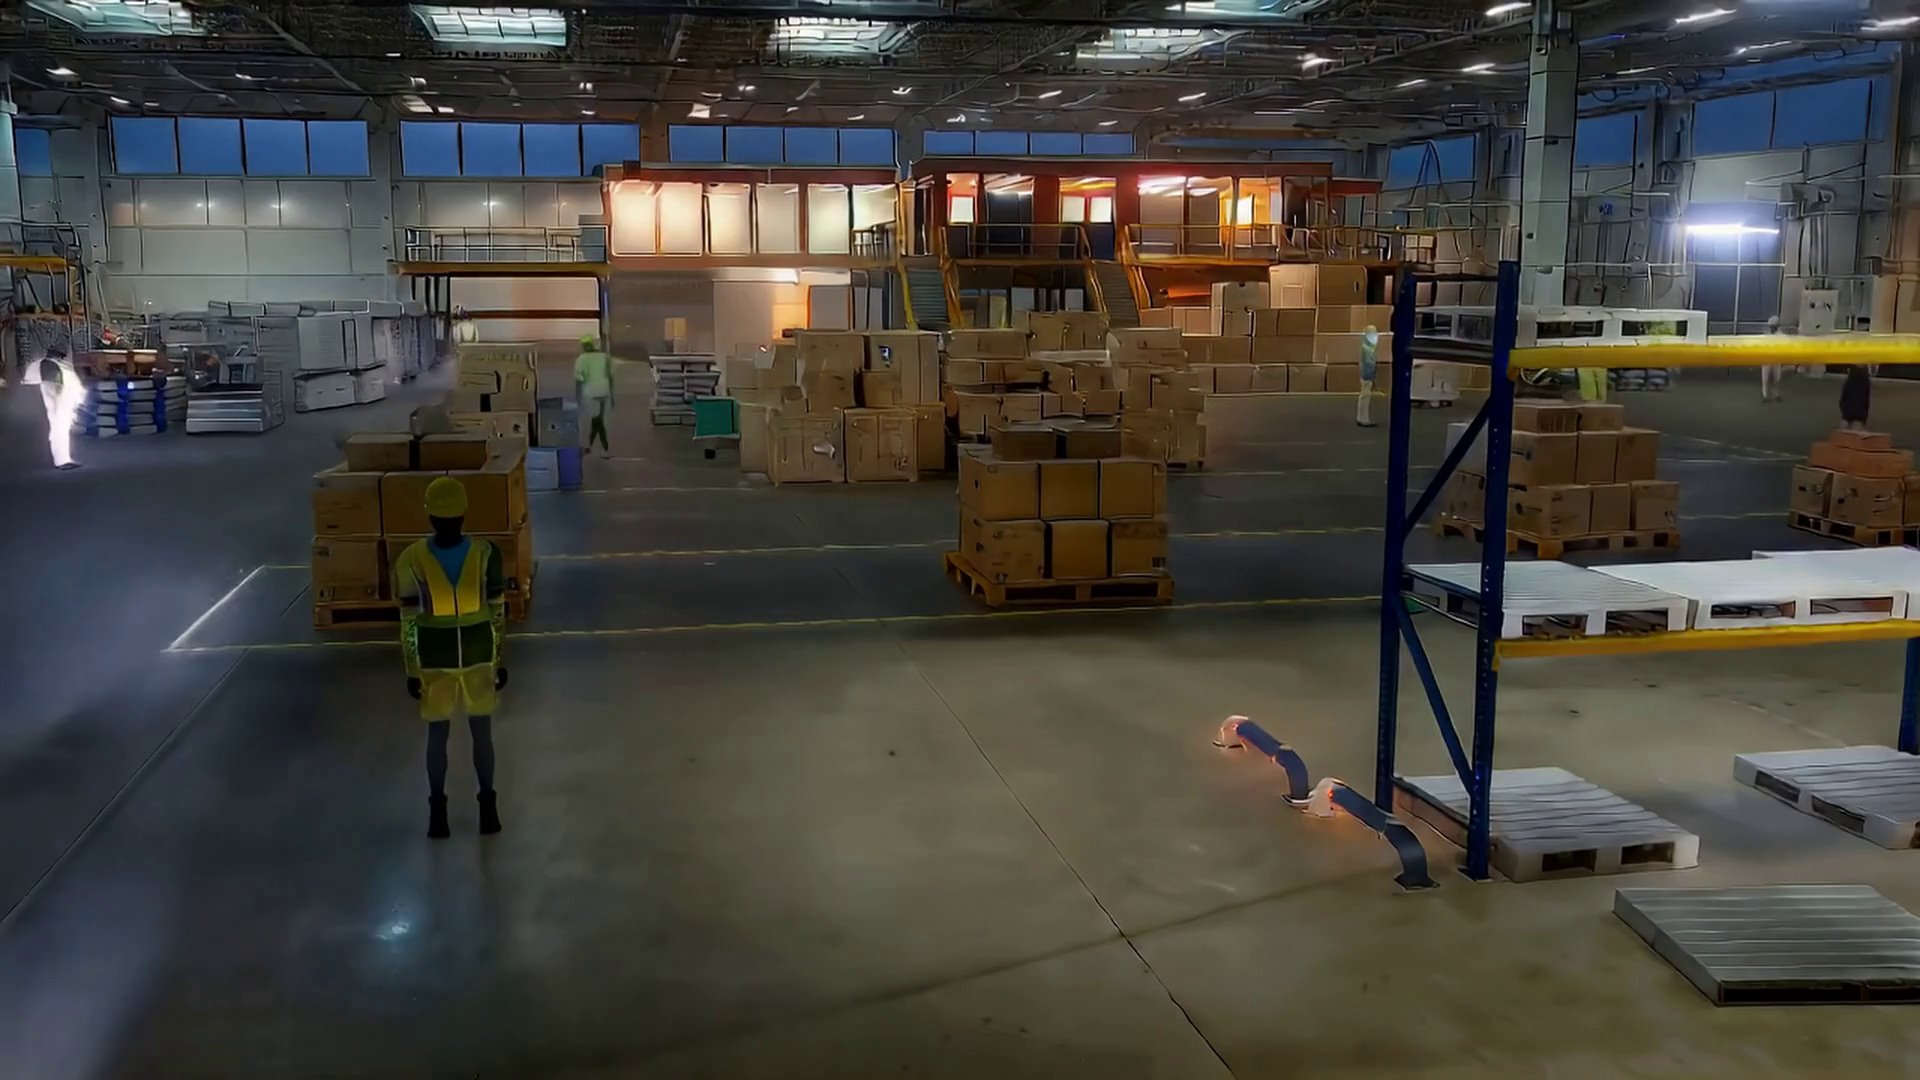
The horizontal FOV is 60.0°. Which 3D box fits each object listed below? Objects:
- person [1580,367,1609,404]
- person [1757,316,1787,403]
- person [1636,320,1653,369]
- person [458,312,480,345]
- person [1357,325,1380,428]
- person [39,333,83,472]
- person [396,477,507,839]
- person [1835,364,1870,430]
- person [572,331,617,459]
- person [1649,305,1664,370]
[{"bbox_3d":[9.852,-2.187,25.822,0.372,1.940,0.631,-2,10,-12],"label":"person"},{"bbox_3d":[17.990,-3.996,36.856,0.606,1.936,0.463,7,12,37],"label":"person"},{"bbox_3d":[19.173,-5.531,46.290,0.492,1.911,0.554,5,11,28],"label":"person"},{"bbox_3d":[-12.531,-4.893,42.539,0.578,1.871,0.426,0,9,-1],"label":"person"},{"bbox_3d":[7.653,-3.059,31.164,0.373,1.928,0.584,0,9,0],"label":"person"},{"bbox_3d":[-13.232,-2.028,24.541,0.537,2.000,0.683,-2,10,-14],"label":"person"},{"bbox_3d":[-2.654,0.622,8.749,0.539,1.929,0.388,-4,10,-23],"label":"person"},{"bbox_3d":[12.008,-1.651,22.423,0.428,1.978,0.625,9,13,43],"label":"person"},{"bbox_3d":[-5.827,-2.286,26.264,1.066,1.982,0.619,9,13,43],"label":"person"},{"bbox_3d":[19.029,-5.448,45.573,0.431,1.973,0.637,6,11,33],"label":"person"}]
